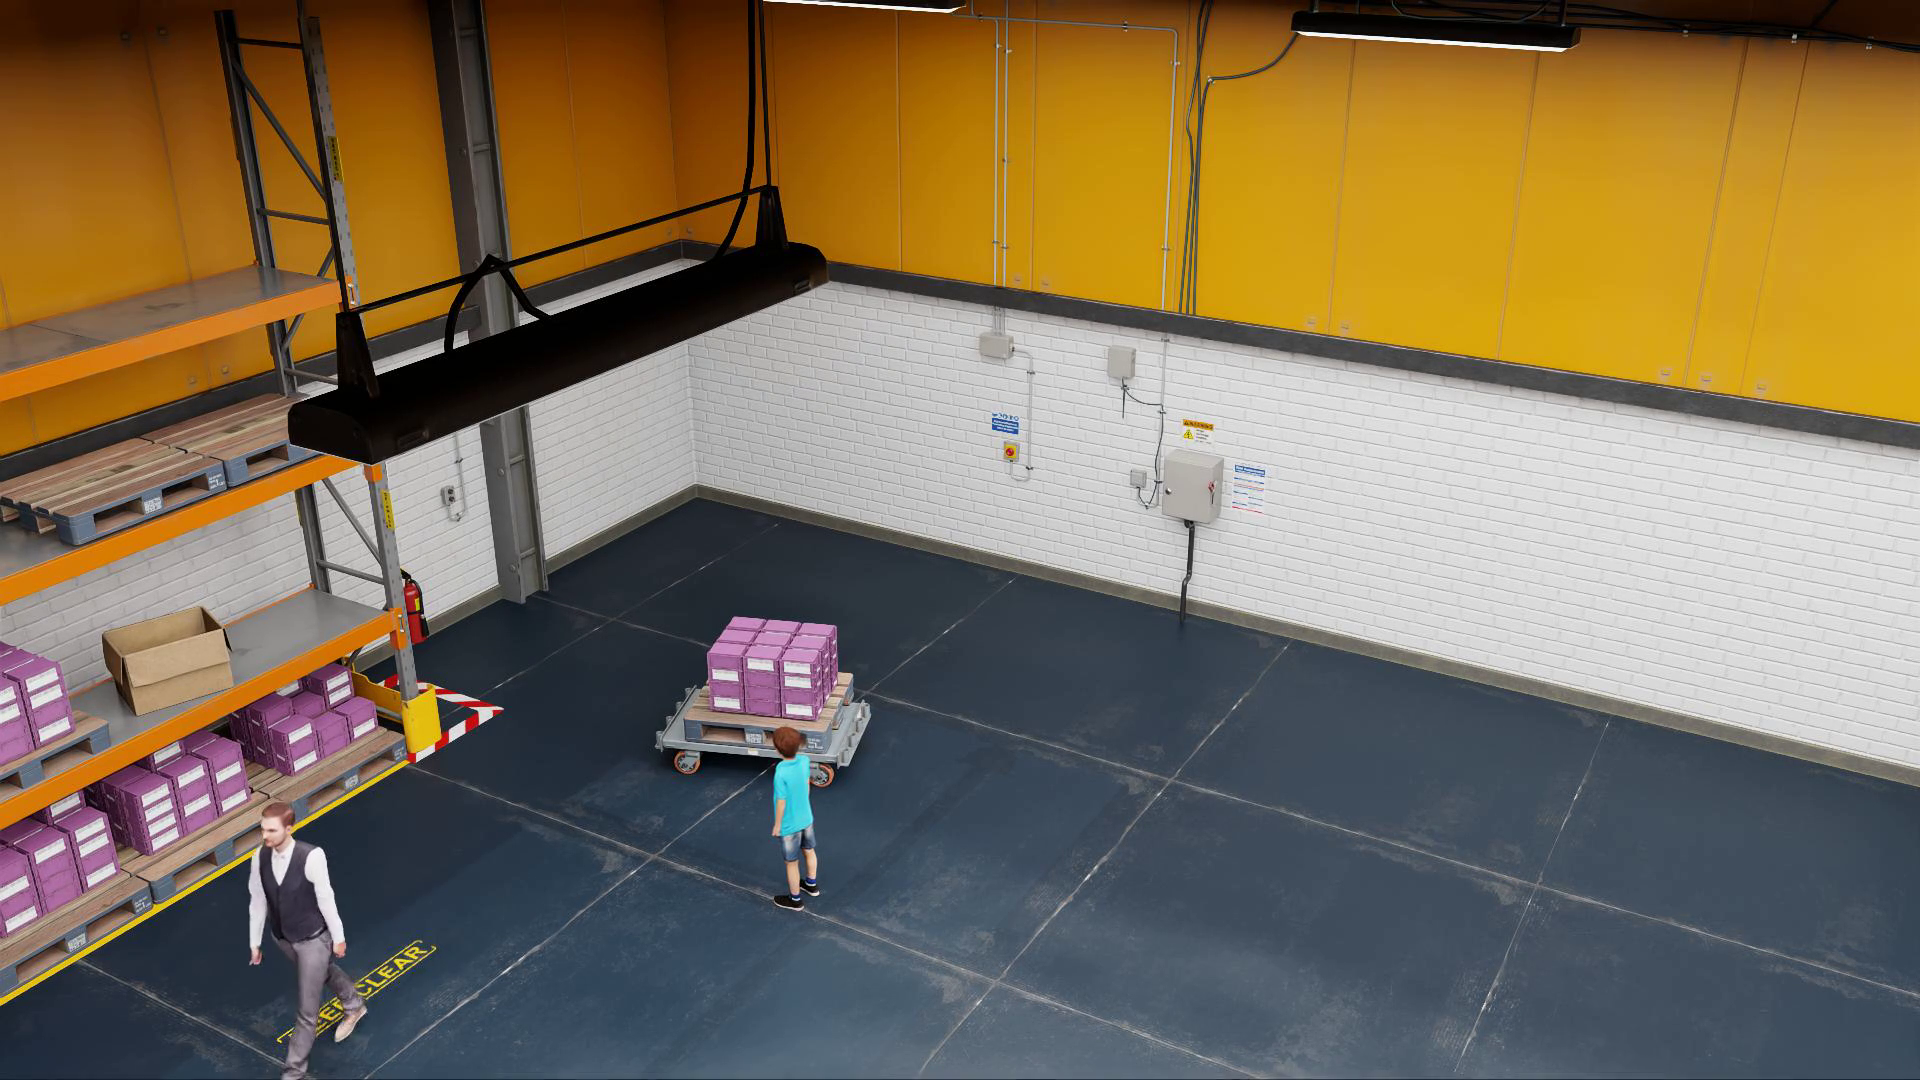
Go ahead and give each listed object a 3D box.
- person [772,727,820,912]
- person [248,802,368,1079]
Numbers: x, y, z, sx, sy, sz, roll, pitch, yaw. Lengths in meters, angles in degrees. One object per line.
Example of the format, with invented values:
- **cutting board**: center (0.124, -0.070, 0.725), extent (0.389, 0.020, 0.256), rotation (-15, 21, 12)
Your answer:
- **person**: center (-1.188, 1.985, 11.968), extent (0.587, 1.448, 0.432), rotation (15, 28, 31)
- **person**: center (-4.044, 2.431, 10.393), extent (0.861, 1.891, 1.289), rotation (7, 25, 17)
